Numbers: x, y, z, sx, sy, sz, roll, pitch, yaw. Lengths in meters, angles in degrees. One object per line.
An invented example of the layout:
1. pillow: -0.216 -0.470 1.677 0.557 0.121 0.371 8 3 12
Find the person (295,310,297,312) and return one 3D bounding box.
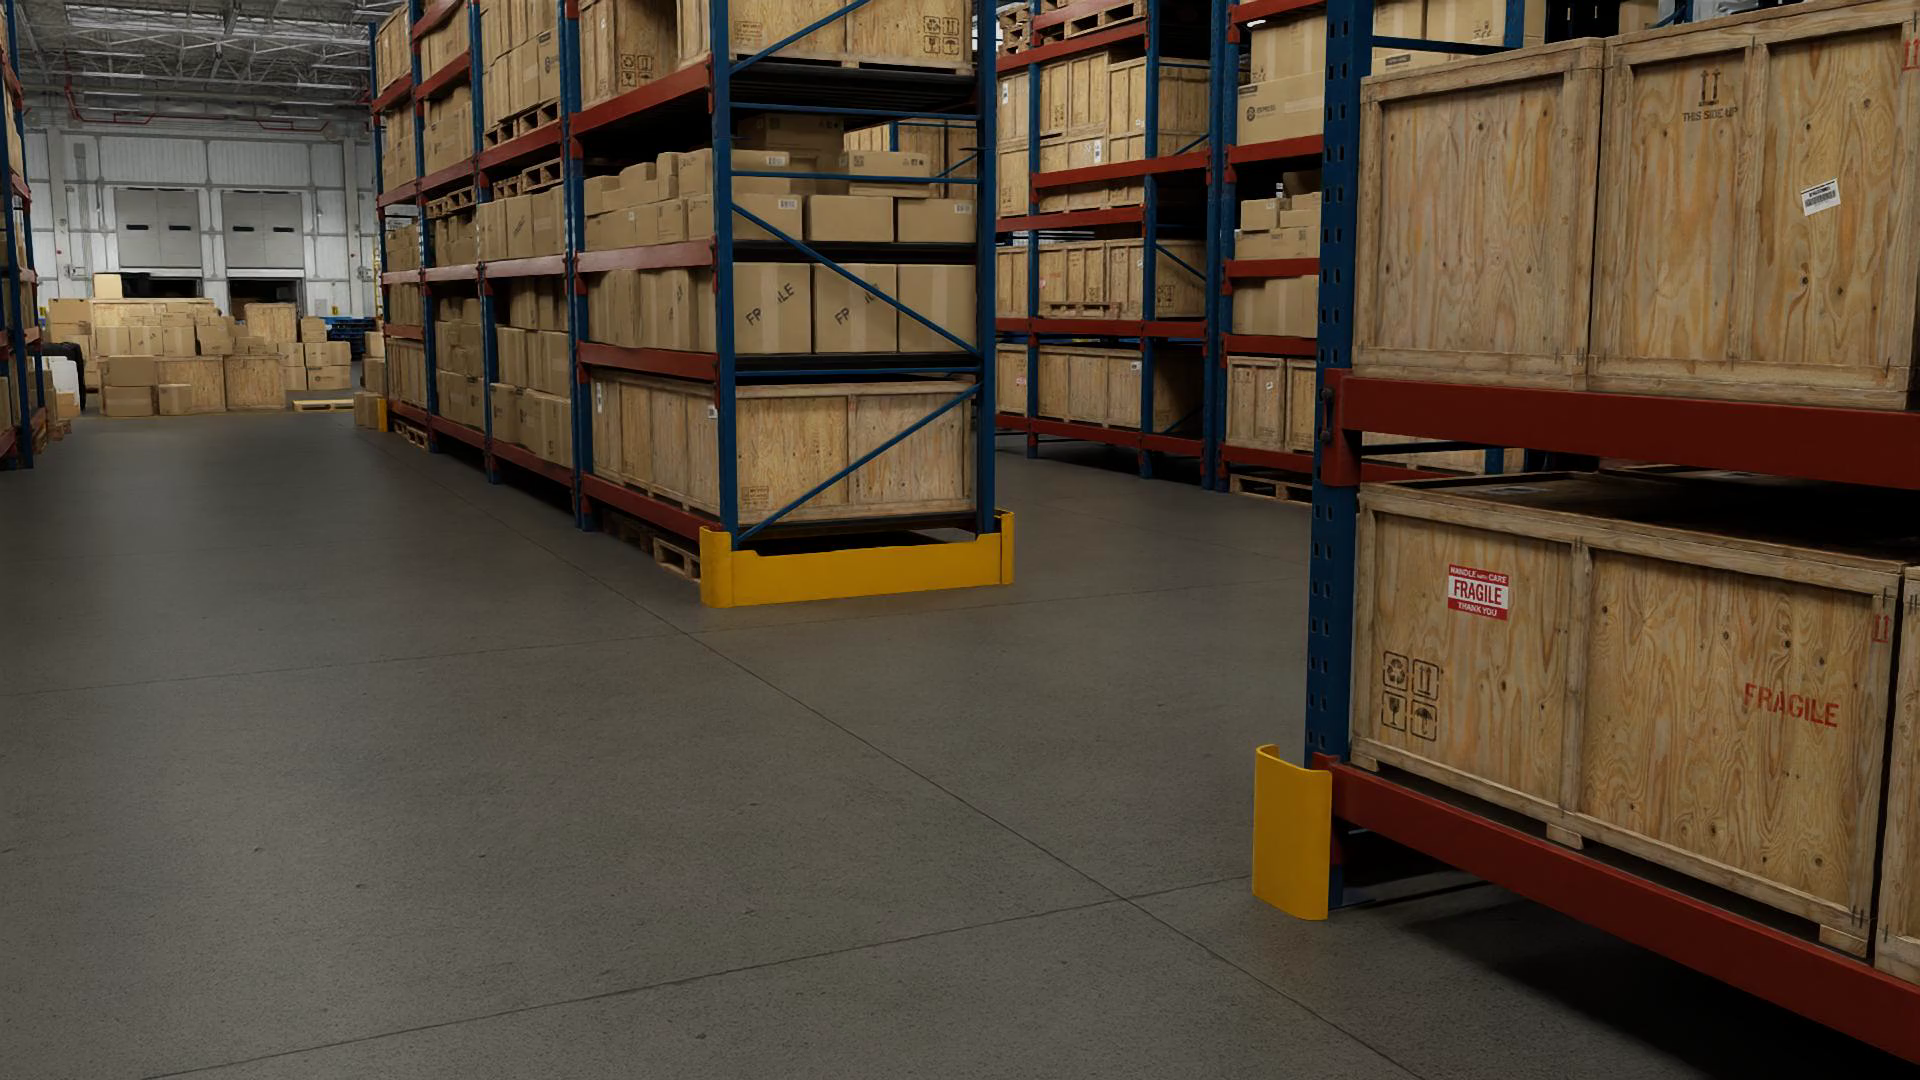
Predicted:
1. person: -16.379 -4.835 40.817 0.990 1.890 0.639 -3 9 -20

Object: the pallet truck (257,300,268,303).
1. pallet truck: -23.913 -7.404 58.171 1.885 1.965 0.823 -1 8 -9

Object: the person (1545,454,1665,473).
1. person: 3.485 -0.194 8.990 0.654 1.856 1.029 5 10 33

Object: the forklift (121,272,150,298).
1. forklift: -24.911 -6.719 50.418 1.129 2.768 1.873 4 9 26

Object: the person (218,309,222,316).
1. person: -15.363 -3.874 34.403 0.645 1.840 0.429 8 11 43
